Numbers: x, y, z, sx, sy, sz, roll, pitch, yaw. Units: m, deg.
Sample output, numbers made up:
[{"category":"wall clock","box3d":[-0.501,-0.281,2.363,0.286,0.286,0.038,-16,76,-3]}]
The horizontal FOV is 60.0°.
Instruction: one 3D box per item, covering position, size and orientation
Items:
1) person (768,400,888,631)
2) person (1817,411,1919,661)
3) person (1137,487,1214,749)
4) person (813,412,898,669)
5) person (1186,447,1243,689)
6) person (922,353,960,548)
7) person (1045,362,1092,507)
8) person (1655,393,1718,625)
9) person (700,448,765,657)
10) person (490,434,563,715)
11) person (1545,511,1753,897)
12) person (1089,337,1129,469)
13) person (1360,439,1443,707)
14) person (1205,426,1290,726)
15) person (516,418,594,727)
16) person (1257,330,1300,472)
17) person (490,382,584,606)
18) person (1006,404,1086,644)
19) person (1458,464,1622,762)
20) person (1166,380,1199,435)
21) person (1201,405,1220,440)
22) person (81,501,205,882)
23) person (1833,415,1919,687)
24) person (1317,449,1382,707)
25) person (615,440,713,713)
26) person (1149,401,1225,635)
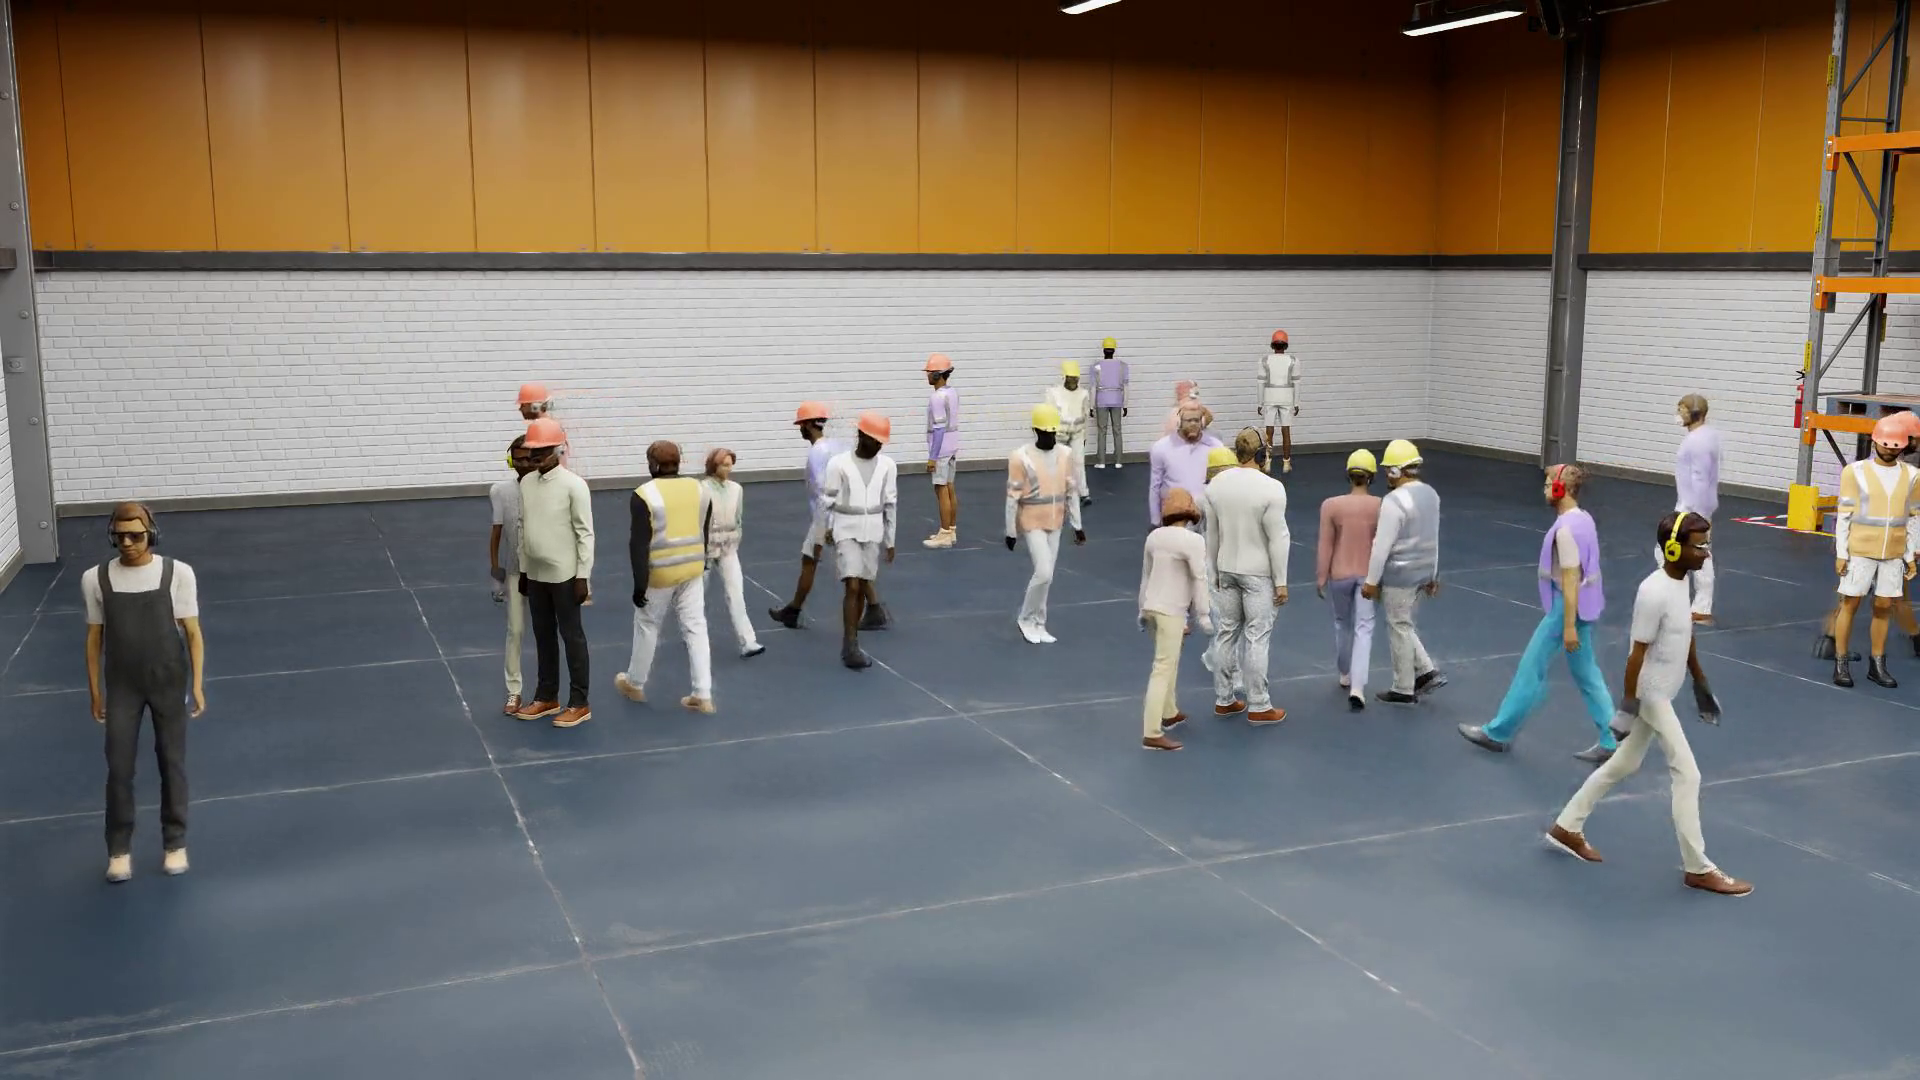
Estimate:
[{"category":"person","box3d":[-1.064,-0.187,13.473,1.021,1.874,0.586,3,10,16]},{"category":"person","box3d":[6.952,-0.009,12.372,1.026,1.877,0.552,2,10,12]},{"category":"person","box3d":[1.320,0.475,10.330,0.570,1.596,0.560,-5,11,-27]},{"category":"person","box3d":[-0.726,0.007,12.281,0.625,1.880,0.815,-4,10,-23]},{"category":"person","box3d":[1.868,0.186,11.814,0.499,1.680,0.936,-2,10,-12]},{"category":"person","box3d":[-0.214,-0.937,17.506,0.379,2.045,0.605,3,10,16]},{"category":"person","box3d":[1.334,-1.300,20.509,0.608,1.778,0.945,-2,10,-13]},{"category":"person","box3d":[5.926,-0.249,13.712,0.702,1.917,0.661,4,10,25]},{"category":"person","box3d":[-1.835,0.100,12.607,0.517,1.584,0.907,-7,12,-38]},{"category":"person","box3d":[-2.840,0.226,11.008,0.535,1.864,0.309,-3,10,-18]},{"category":"person","box3d":[3.328,0.746,8.023,0.963,1.826,0.522,6,11,30]},{"category":"person","box3d":[2.164,-1.987,24.227,0.584,1.928,0.367,-1,9,-6]},{"category":"person","box3d":[2.963,0.230,11.155,0.422,1.810,0.590,8,12,39]},{"category":"person","box3d":[1.864,0.230,10.760,0.372,1.940,0.632,-8,13,-42]},{"category":"person","box3d":[-2.635,0.206,10.732,0.624,1.992,0.390,6,11,33]},{"category":"person","box3d":[4.562,-1.984,23.847,0.607,2.048,0.370,2,10,10]},{"category":"person","box3d":[-3.719,-0.376,14.375,0.930,1.955,0.618,-2,10,-11]},{"category":"person","box3d":[0.670,-0.116,12.986,0.582,1.900,0.488,-7,12,-38]},{"category":"person","box3d":[3.570,0.436,9.977,0.987,1.780,0.580,5,11,29]},{"category":"person","box3d":[2.173,-0.597,15.992,0.402,1.871,0.794,1,9,7]},{"category":"person","box3d":[2.400,-0.563,16.630,0.531,1.615,0.636,-5,11,-28]},{"category":"person","box3d":[-3.951,0.724,8.080,0.524,1.841,0.409,-4,10,-21]},{"category":"person","box3d":[6.442,0.084,11.675,0.543,1.928,0.374,1,9,7]},{"category":"person","box3d":[2.709,0.242,11.334,0.541,1.724,0.906,3,10,18]},{"category":"person","box3d":[-1.995,0.233,11.164,0.676,1.798,0.907,-9,13,-42]},{"category":"person","box3d":[1.866,-0.213,13.647,0.651,1.883,0.828,-1,9,-5]}]
